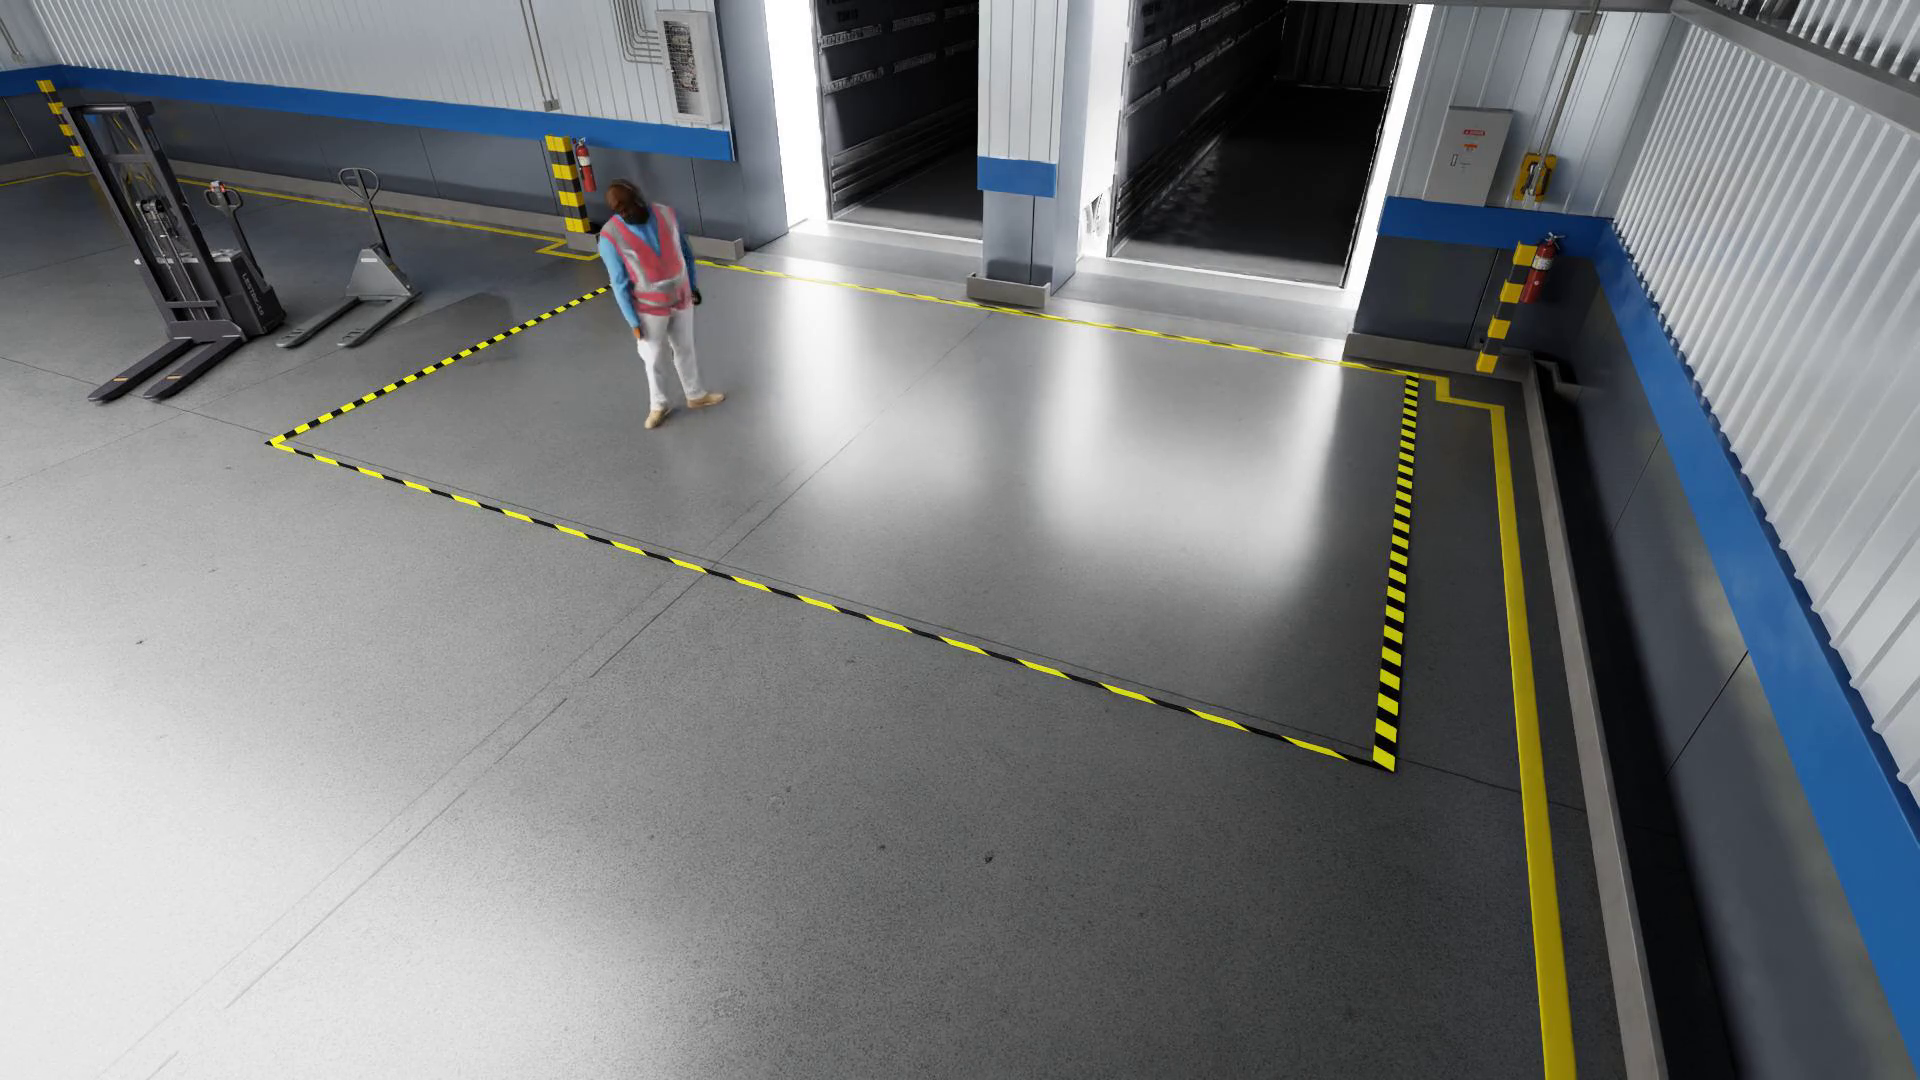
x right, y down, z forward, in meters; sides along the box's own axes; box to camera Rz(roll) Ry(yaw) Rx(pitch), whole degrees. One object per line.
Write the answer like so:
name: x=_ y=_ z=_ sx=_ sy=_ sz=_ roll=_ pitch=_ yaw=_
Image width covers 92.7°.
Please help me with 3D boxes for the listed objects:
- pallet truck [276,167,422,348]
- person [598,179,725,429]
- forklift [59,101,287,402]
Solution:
pallet truck: x=-5.732 y=-2.611 z=8.414 sx=0.680 sy=1.201 sz=1.601 roll=-1 pitch=35 yaw=-1
person: x=-2.136 y=-1.700 z=6.625 sx=0.434 sy=1.804 sz=0.721 roll=28 pitch=44 yaw=34
forklift: x=-6.686 y=-2.387 z=7.434 sx=0.823 sy=1.965 sz=1.885 roll=-3 pitch=35 yaw=-5
